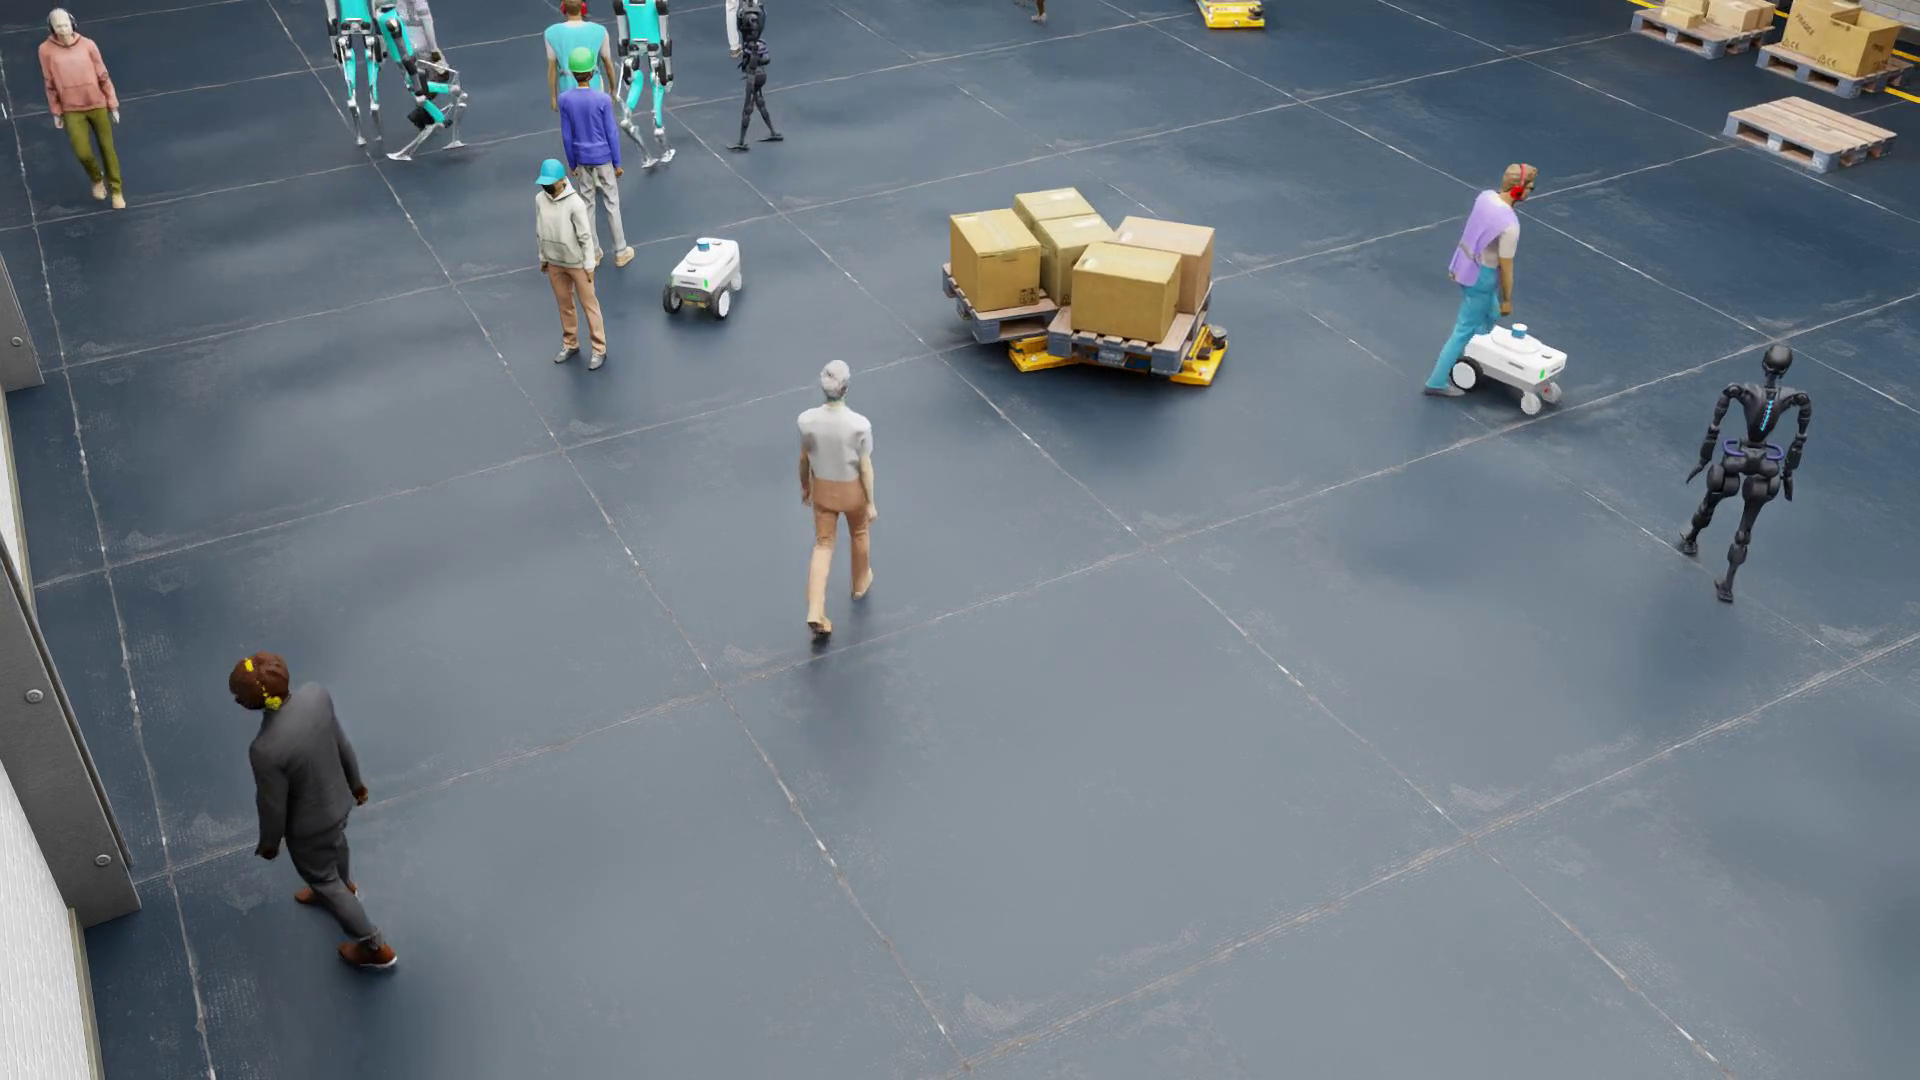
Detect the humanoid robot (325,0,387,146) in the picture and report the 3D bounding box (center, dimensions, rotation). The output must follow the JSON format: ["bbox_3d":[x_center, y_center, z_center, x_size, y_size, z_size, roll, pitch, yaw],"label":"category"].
[{"bbox_3d":[-5.799,-4.626,16.082,0.562,1.829,0.777,-6,35,-9],"label":"humanoid robot"}]

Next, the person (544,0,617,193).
[{"bbox_3d":[-3.465,-4.163,15.307,0.589,1.816,0.767,-6,36,-9],"label":"person"}]

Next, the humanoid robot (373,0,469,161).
[{"bbox_3d":[-4.999,-4.344,15.639,1.023,1.713,0.580,-18,39,-24],"label":"humanoid robot"}]

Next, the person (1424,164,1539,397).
[{"bbox_3d":[3.813,-1.878,12.062,0.720,1.800,0.622,-2,35,-3],"label":"person"}]

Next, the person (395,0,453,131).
[{"bbox_3d":[-5.314,-4.890,16.251,0.554,1.919,0.494,21,40,27],"label":"person"}]

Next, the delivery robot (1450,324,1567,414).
[{"bbox_3d":[4.080,-1.323,12.371,0.499,0.613,0.797,-27,43,-33],"label":"delivery robot"}]

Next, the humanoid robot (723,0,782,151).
[{"bbox_3d":[-2.060,-4.619,16.099,0.618,1.637,0.583,-9,36,-13],"label":"humanoid robot"}]

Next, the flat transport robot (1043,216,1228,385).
[{"bbox_3d":[1.309,-1.528,12.898,1.431,0.231,0.659,11,37,16],"label":"flat transport robot"}]

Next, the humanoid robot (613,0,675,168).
[{"bbox_3d":[-3.002,-4.286,15.571,0.549,1.766,0.853,6,35,9],"label":"humanoid robot"}]

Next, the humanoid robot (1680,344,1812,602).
[{"bbox_3d":[4.813,-0.475,10.188,0.609,1.628,0.720,8,36,11],"label":"humanoid robot"}]

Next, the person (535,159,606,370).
[{"bbox_3d":[-2.943,-2.059,12.435,0.472,1.669,0.389,13,37,18],"label":"person"}]

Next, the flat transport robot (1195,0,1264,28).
[{"bbox_3d":[3.191,-6.455,19.932,0.659,0.231,1.431,-1,35,-2],"label":"flat transport robot"}]

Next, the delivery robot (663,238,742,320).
[{"bbox_3d":[-2.075,-2.144,13.543,0.499,0.612,0.796,9,36,13],"label":"delivery robot"}]

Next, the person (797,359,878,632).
[{"bbox_3d":[-0.732,-0.259,9.824,0.482,1.721,0.785,7,36,10],"label":"person"}]

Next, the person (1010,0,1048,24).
[{"bbox_3d":[0.828,-7.039,19.370,0.526,1.876,0.991,-22,41,-28],"label":"person"}]

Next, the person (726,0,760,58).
[{"bbox_3d":[-2.403,-6.210,18.182,0.573,1.880,0.361,10,36,14],"label":"person"}]

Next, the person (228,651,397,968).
[{"bbox_3d":[-3.006,1.213,7.630,0.700,1.832,0.563,9,36,12],"label":"person"}]

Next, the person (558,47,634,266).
[{"bbox_3d":[-3.045,-3.173,13.851,0.458,1.874,0.342,2,35,2],"label":"person"}]

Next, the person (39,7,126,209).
[{"bbox_3d":[-7.798,-3.837,14.836,0.563,1.825,0.434,-17,39,-23],"label":"person"}]

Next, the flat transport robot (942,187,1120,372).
[{"bbox_3d":[0.569,-1.777,13.253,0.659,0.231,1.431,-10,36,-14],"label":"flat transport robot"}]

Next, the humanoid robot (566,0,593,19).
[{"bbox_3d":[-4.509,-6.896,19.341,0.376,1.643,0.600,-7,36,-9],"label":"humanoid robot"}]
